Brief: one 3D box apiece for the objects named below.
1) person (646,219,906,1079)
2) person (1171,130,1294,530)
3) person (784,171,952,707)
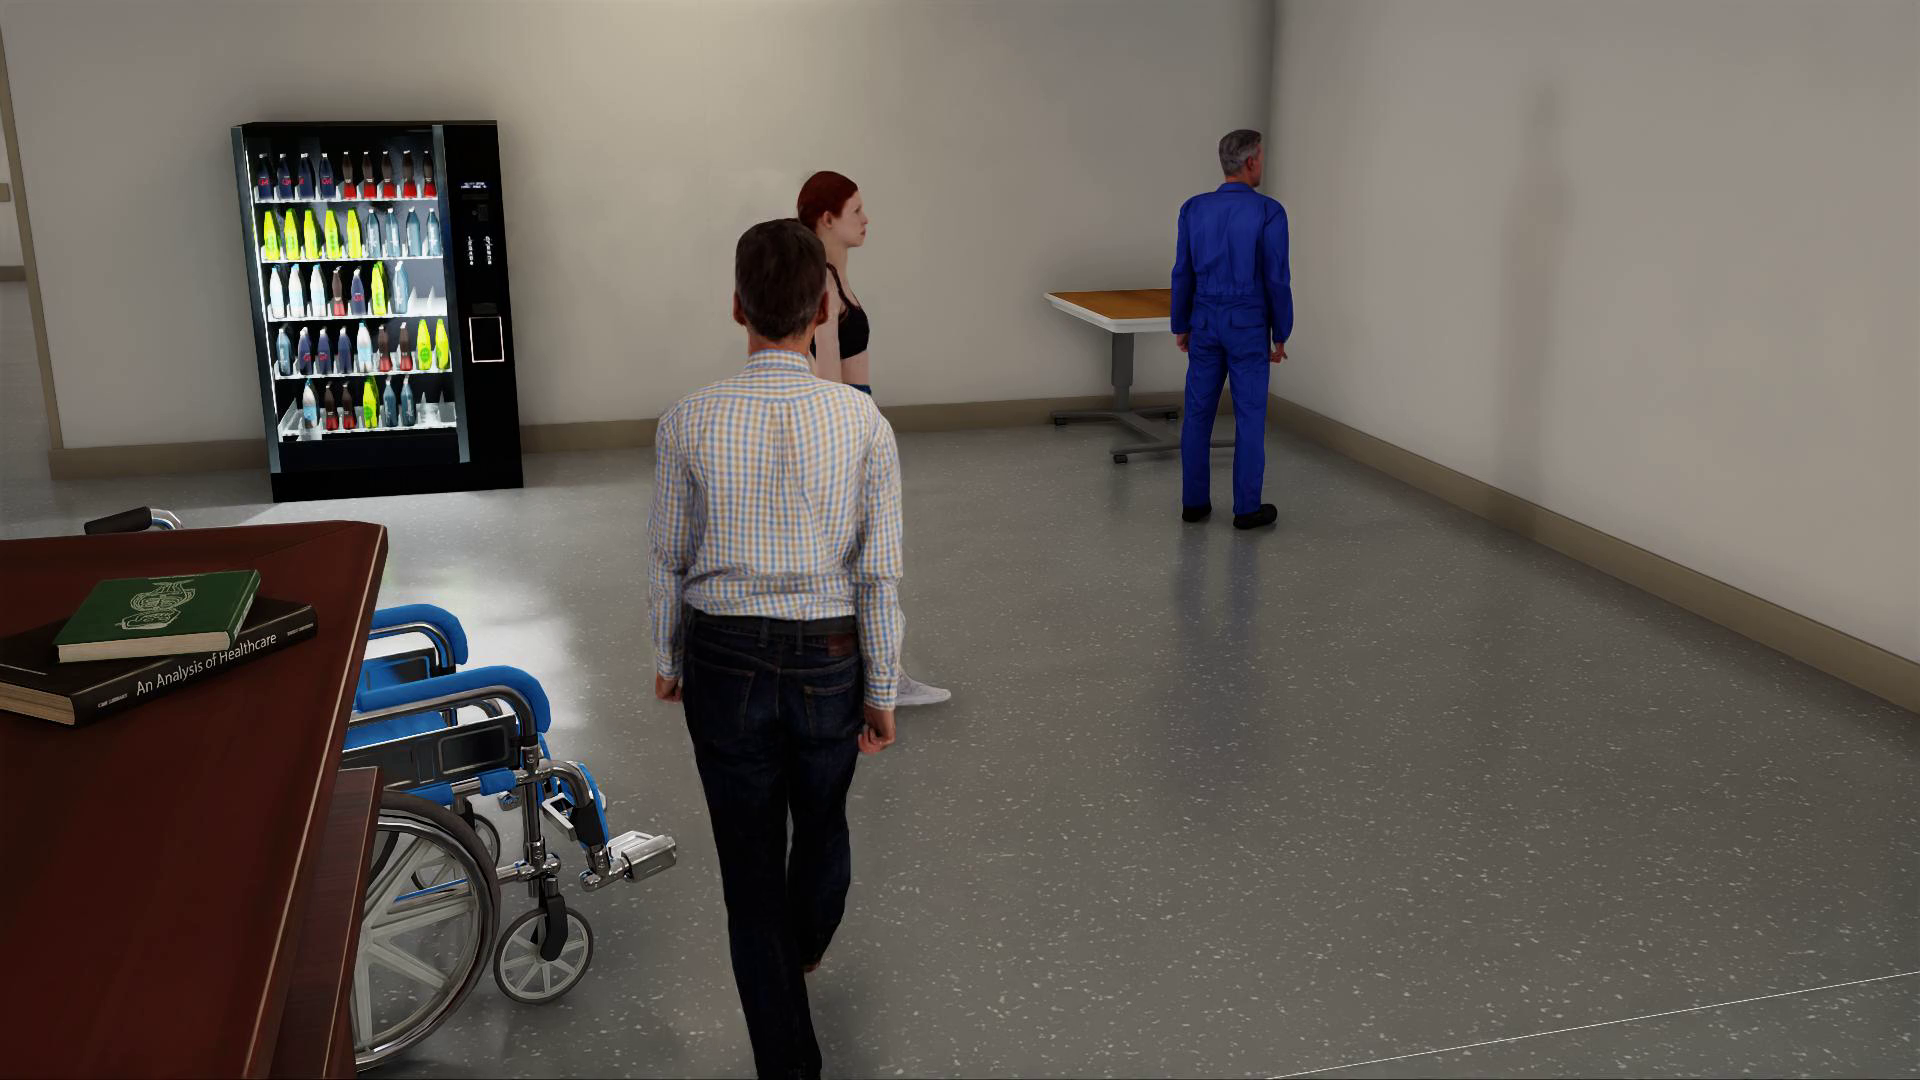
[{"bbox_3d":[-0.358,0.318,3.281,1.101,1.766,0.733,-4,16,-13],"label":"person"},{"bbox_3d":[1.258,-0.981,7.780,0.780,1.825,0.834,9,18,30],"label":"person"},{"bbox_3d":[-0.463,-0.265,5.343,1.085,1.769,0.728,0,16,-1],"label":"person"}]
